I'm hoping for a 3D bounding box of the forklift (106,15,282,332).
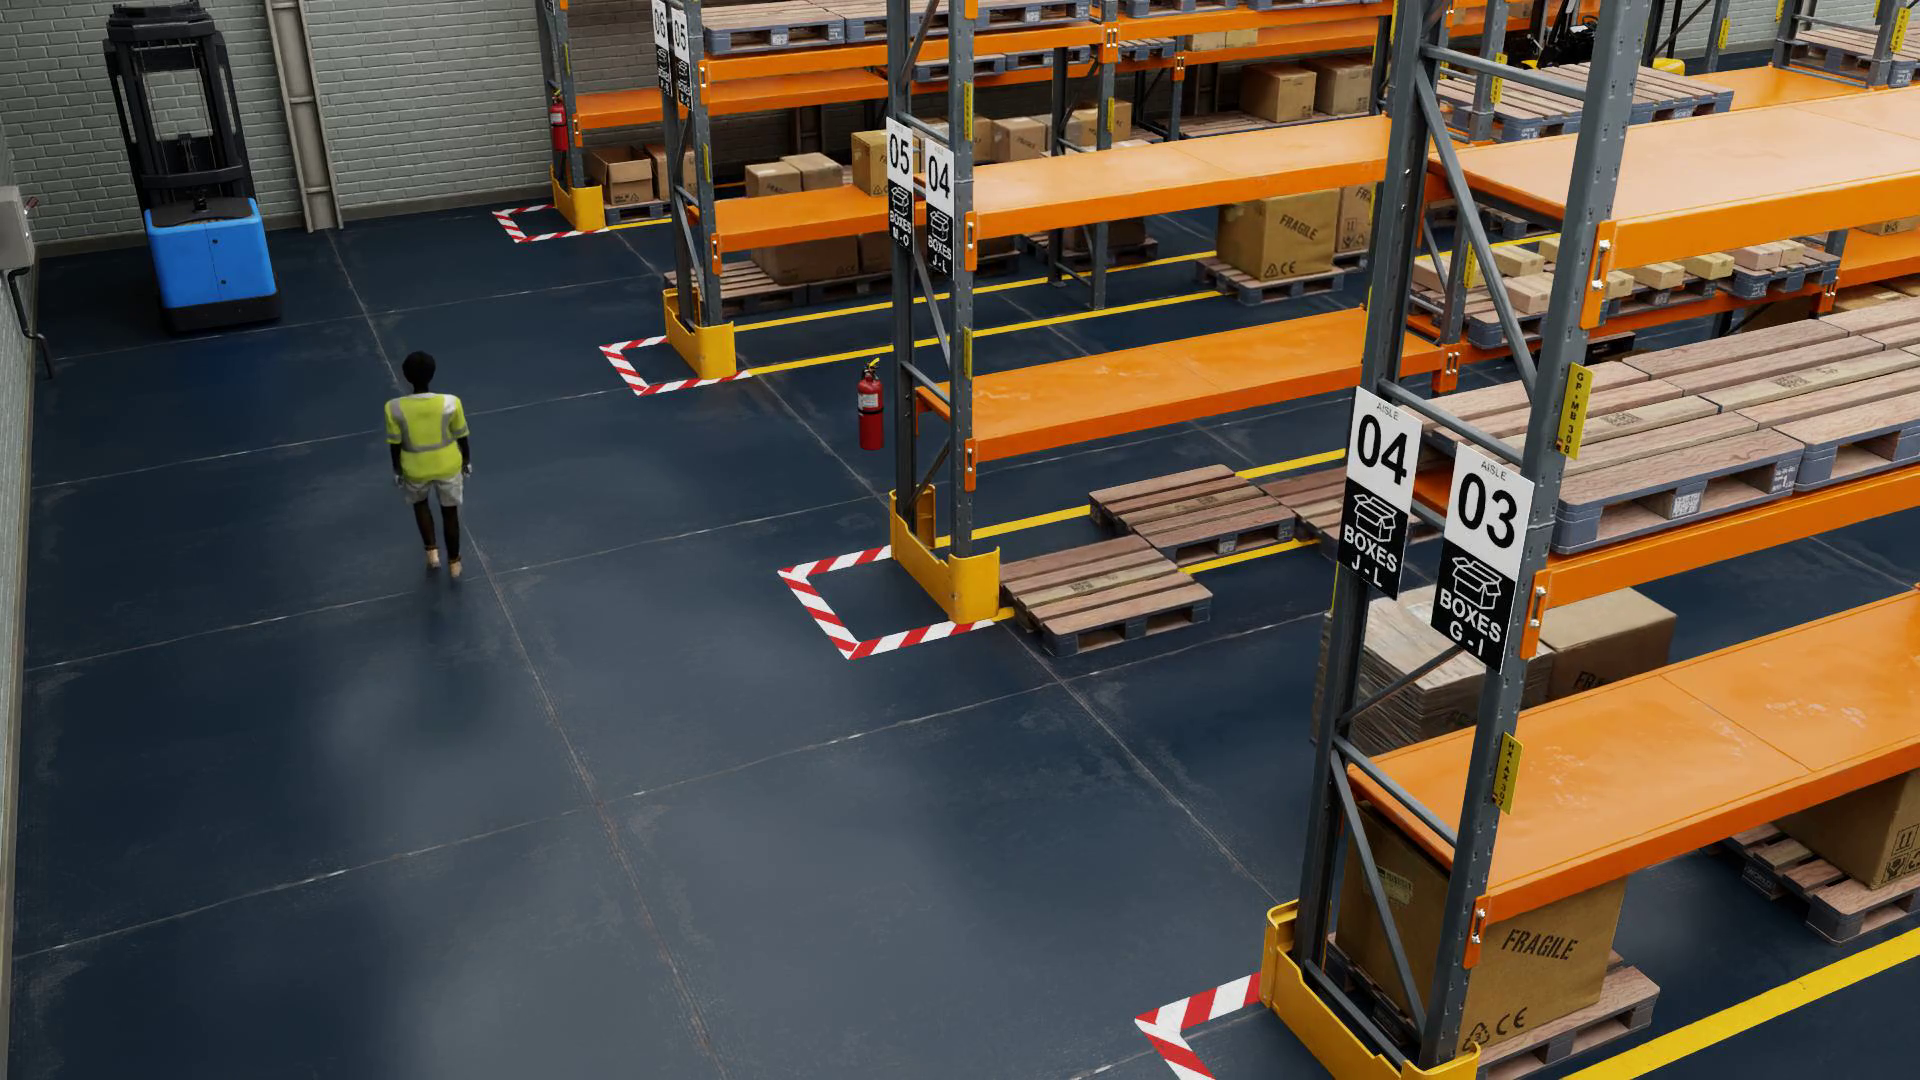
[{"bbox_3d":[-7.548,-3.672,16.323,1.129,2.768,1.873,-12,30,-22],"label":"forklift"}]

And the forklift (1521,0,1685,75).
[{"bbox_3d":[8.950,-6.807,23.056,1.214,2.155,2.313,-12,30,-22],"label":"forklift"}]

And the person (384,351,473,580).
[{"bbox_3d":[-3.654,-0.510,11.535,0.554,1.679,0.387,-8,29,-15],"label":"person"}]
